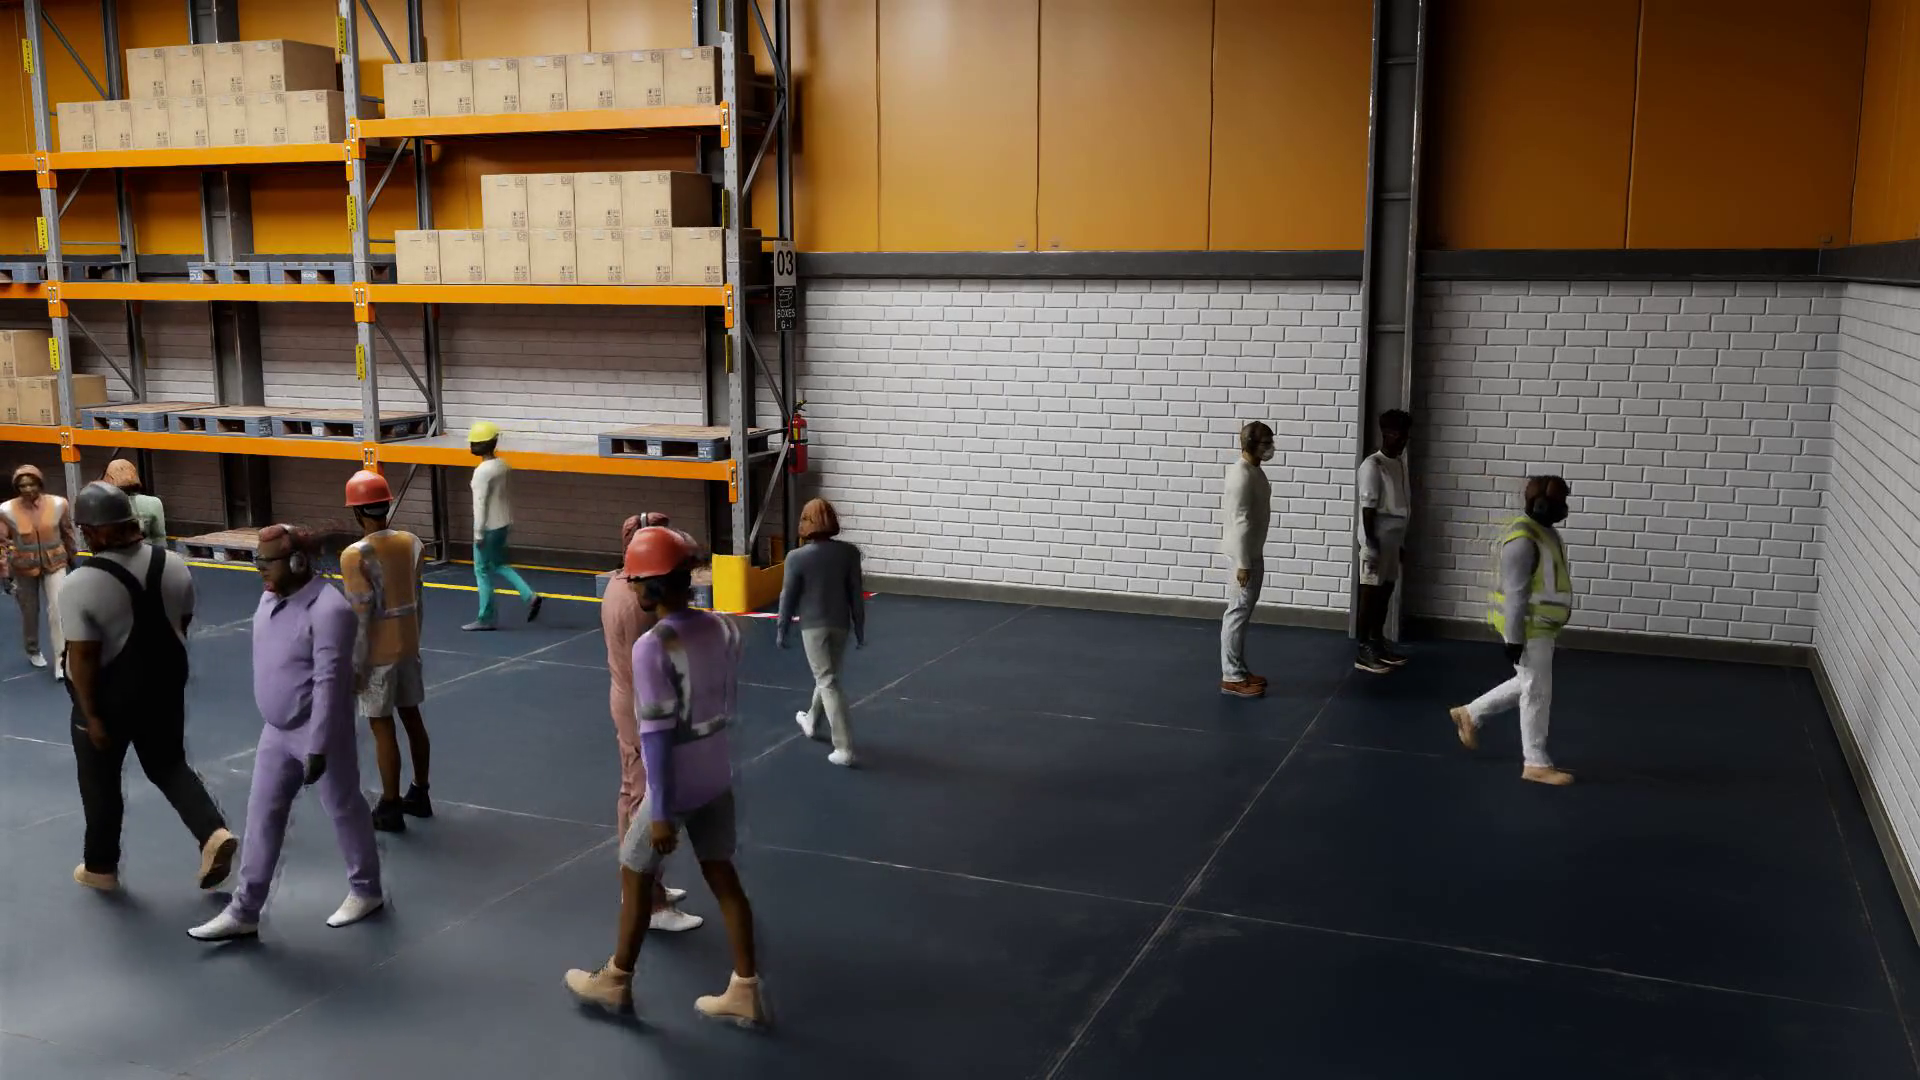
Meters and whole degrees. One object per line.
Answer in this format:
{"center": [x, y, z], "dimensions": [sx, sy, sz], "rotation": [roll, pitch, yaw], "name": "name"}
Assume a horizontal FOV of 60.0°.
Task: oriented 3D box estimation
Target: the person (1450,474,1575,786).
{"center": [3.281, 0.504, 9.781], "dimensions": [0.702, 1.821, 0.635], "rotation": [6, 11, 32], "name": "person"}

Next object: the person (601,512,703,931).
{"center": [-1.400, 0.818, 7.591], "dimensions": [0.409, 1.907, 0.651], "rotation": [-3, 10, -20], "name": "person"}

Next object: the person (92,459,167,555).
{"center": [-5.969, 0.230, 11.980], "dimensions": [0.498, 1.633, 0.282], "rotation": [-7, 12, -37], "name": "person"}

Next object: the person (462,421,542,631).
{"center": [-3.810, -0.109, 13.646], "dimensions": [0.577, 1.750, 0.542], "rotation": [1, 9, 8], "name": "person"}

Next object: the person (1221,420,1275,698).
{"center": [2.018, 0.123, 11.708], "dimensions": [0.353, 1.936, 0.635], "rotation": [3, 10, 16], "name": "person"}

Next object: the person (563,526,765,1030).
{"center": [-1.190, 0.935, 6.591], "dimensions": [0.980, 1.996, 0.636], "rotation": [4, 10, 24], "name": "person"}

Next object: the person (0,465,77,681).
{"center": [-6.788, 0.213, 12.245], "dimensions": [0.533, 1.578, 0.851], "rotation": [-6, 11, -33], "name": "person"}

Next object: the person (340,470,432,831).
{"center": [-3.089, 0.591, 8.887], "dimensions": [0.376, 1.933, 0.545], "rotation": [4, 10, 23], "name": "person"}

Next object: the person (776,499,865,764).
{"center": [-0.864, 0.540, 10.225], "dimensions": [0.514, 1.580, 0.901], "rotation": [-6, 11, -30], "name": "person"}

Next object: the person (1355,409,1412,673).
{"center": [3.176, -0.006, 12.424], "dimensions": [0.369, 1.962, 0.650], "rotation": [7, 12, 38], "name": "person"}

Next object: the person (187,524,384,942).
{"center": [-2.995, 0.870, 7.370], "dimensions": [0.667, 1.865, 0.927], "rotation": [7, 11, 35], "name": "person"}

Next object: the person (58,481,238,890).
{"center": [-3.913, 0.695, 7.929], "dimensions": [0.830, 2.000, 0.688], "rotation": [5, 11, 30], "name": "person"}
